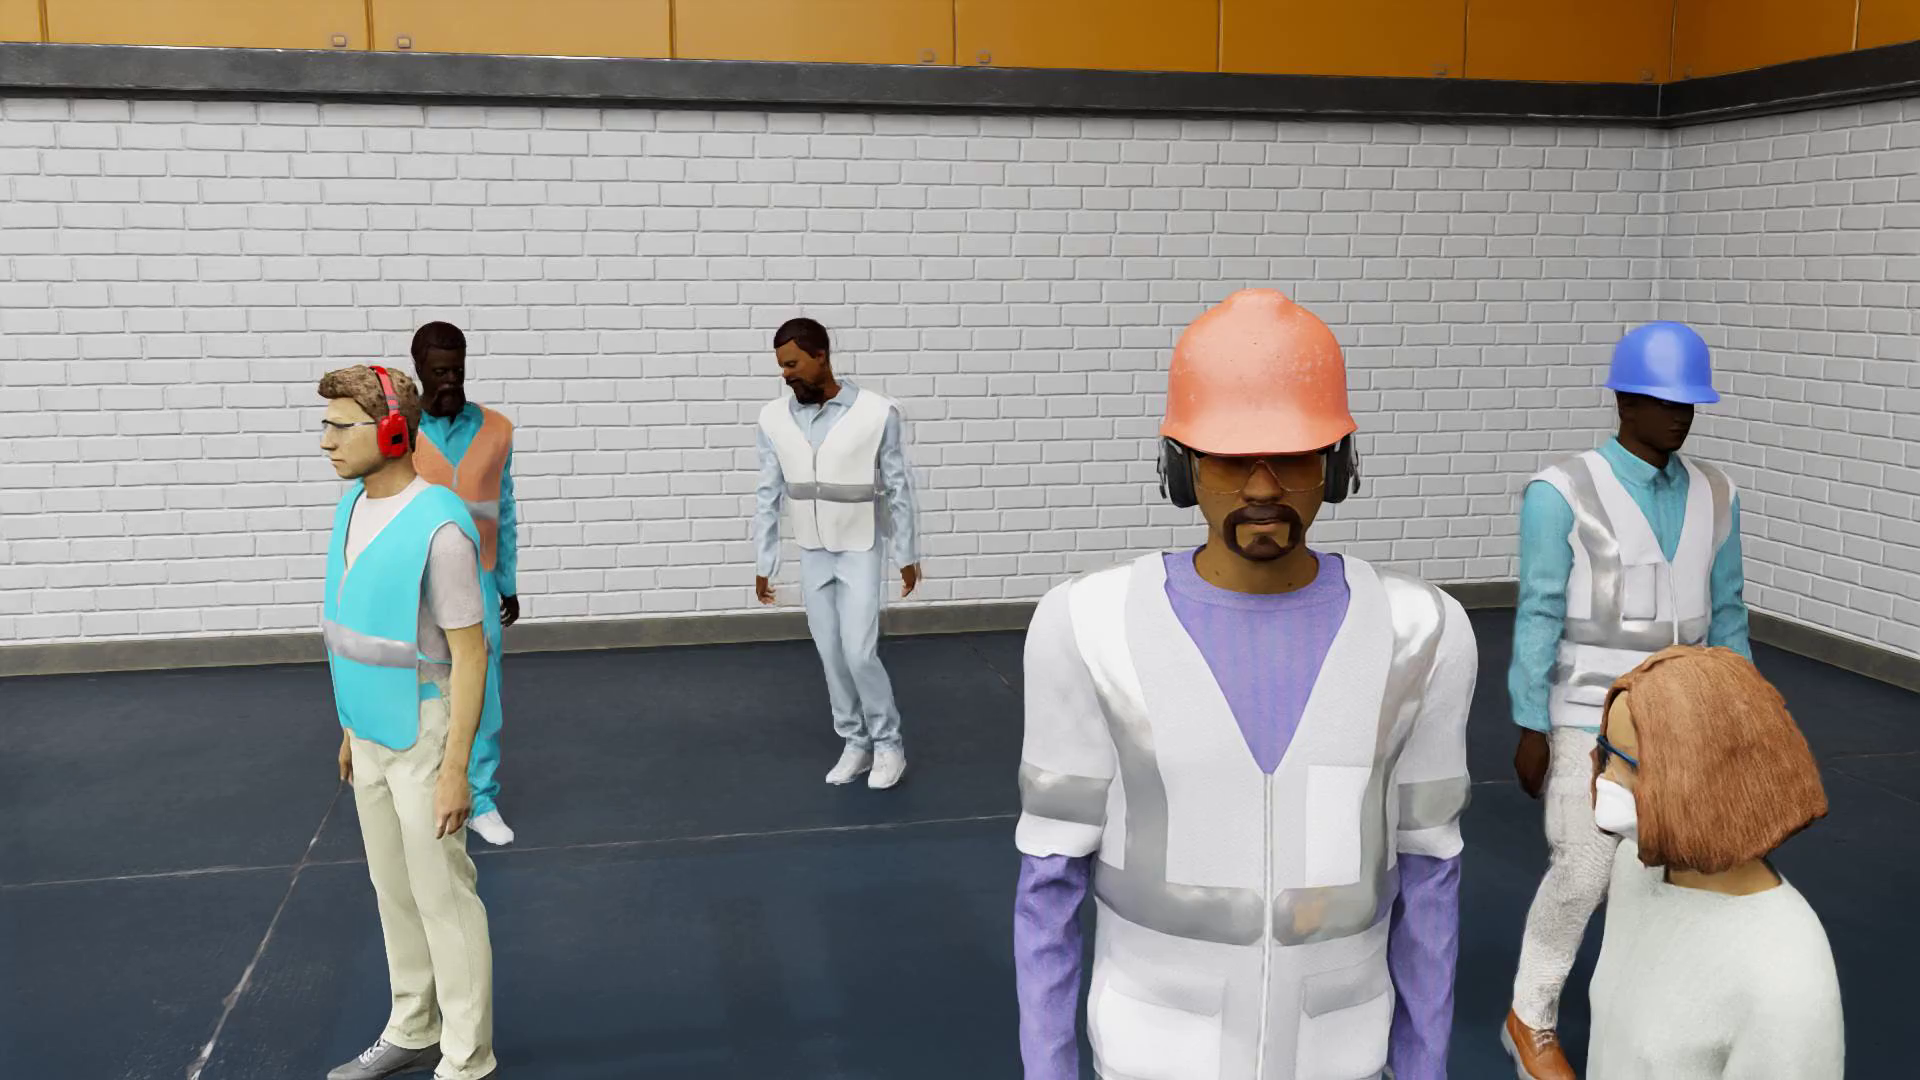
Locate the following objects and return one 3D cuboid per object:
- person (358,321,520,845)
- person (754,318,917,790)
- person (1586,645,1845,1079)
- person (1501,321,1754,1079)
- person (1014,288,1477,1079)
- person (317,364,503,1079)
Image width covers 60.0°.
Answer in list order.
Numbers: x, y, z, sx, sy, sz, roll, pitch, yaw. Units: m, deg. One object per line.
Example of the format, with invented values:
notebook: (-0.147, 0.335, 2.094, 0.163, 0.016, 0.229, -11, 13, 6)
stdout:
person: (-1.942, 0.139, 6.113, 0.628, 1.891, 0.765, -8, 12, -41)
person: (-0.501, 0.060, 6.602, 0.609, 1.874, 0.472, 4, 10, 22)
person: (0.898, 0.930, 2.079, 0.286, 1.628, 0.503, 0, 9, 1)
person: (1.667, 0.428, 4.159, 0.630, 1.942, 0.409, -3, 10, -17)
person: (0.380, 0.693, 2.246, 0.615, 2.043, 0.373, 0, 9, -1)
person: (-1.334, 0.494, 4.059, 0.373, 1.843, 0.570, -9, 13, -44)
